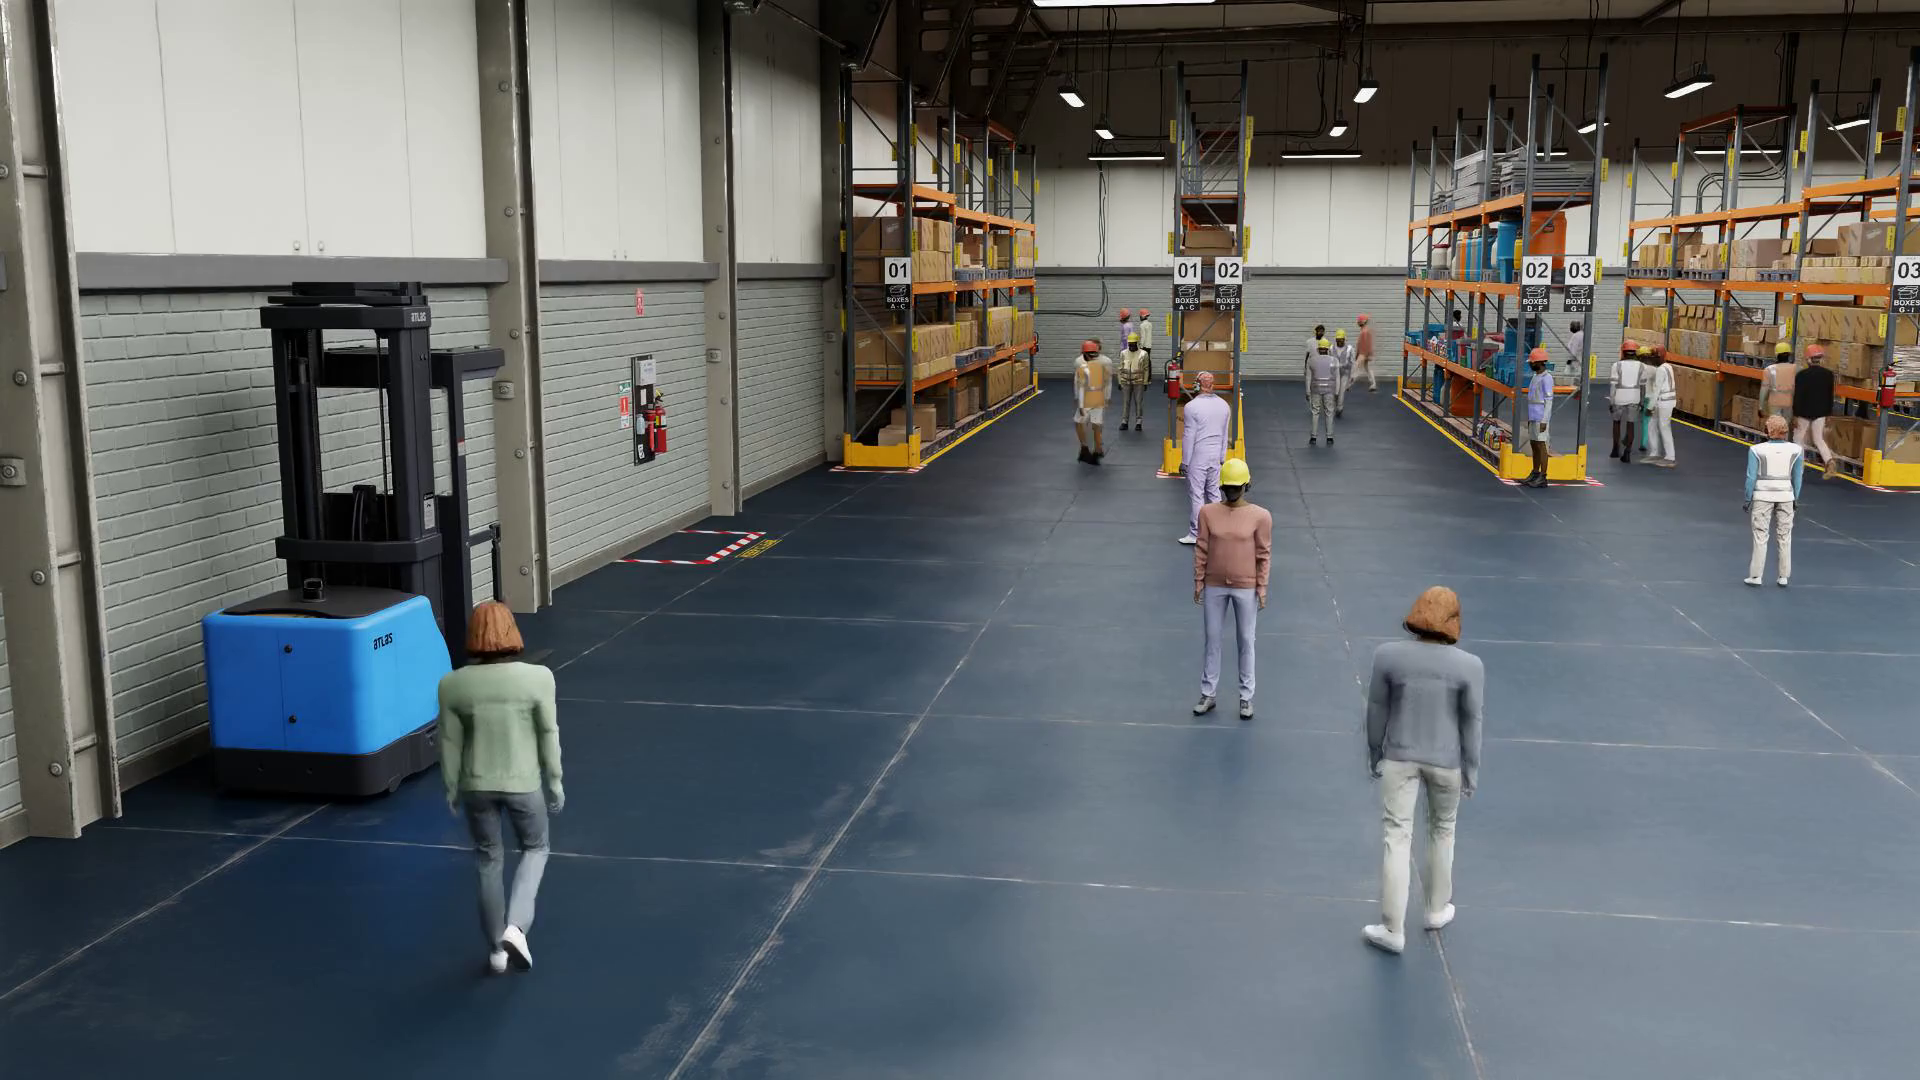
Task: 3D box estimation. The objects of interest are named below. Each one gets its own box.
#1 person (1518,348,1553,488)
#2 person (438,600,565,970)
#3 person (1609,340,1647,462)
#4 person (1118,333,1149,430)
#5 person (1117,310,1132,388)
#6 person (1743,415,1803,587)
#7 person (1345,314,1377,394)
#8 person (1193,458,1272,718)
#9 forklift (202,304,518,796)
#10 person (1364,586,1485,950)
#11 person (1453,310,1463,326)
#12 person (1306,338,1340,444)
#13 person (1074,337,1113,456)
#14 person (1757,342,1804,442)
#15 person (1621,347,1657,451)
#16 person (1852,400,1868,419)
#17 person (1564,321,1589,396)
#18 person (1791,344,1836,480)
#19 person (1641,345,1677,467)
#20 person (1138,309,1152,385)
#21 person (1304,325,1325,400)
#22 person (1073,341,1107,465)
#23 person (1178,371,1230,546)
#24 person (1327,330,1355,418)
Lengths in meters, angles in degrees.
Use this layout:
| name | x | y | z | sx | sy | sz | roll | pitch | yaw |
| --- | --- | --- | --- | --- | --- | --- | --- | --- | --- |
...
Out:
| name | x | y | z | sx | sy | sz | roll | pitch | yaw |
| --- | --- | --- | --- | --- | --- | --- | --- | --- | --- |
| person | 8.053 | -1.708 | 23.231 | 0.368 | 1.931 | 0.552 | 0 | 9 | -1 |
| person | -1.959 | 1.066 | 7.077 | 0.519 | 1.616 | 0.427 | 0 | 9 | -3 |
| person | 10.593 | -2.219 | 26.427 | 0.570 | 1.910 | 0.736 | 2 | 9 | 13 |
| person | 3.275 | -3.009 | 31.563 | 0.600 | 1.831 | 0.404 | 4 | 10 | 21 |
| person | 4.260 | -4.891 | 42.722 | 0.418 | 2.007 | 0.781 | 2 | 9 | 12 |
| person | 7.751 | -0.368 | 15.869 | 0.512 | 1.641 | 0.312 | 1 | 9 | 8 |
| person | 9.790 | -4.563 | 40.794 | 1.011 | 1.940 | 0.659 | 2 | 9 | 12 |
| person | 1.832 | 0.319 | 11.258 | 0.522 | 1.765 | 0.317 | 3 | 10 | 21 |
| forklift | -3.673 | -0.038 | 10.147 | 1.129 | 2.768 | 1.873 | 1 | 9 | 9 |
| person | 2.077 | 1.014 | 7.496 | 0.517 | 1.592 | 0.589 | 3 | 10 | 18 |
| person | 13.282 | -5.184 | 44.568 | 0.367 | 1.966 | 0.607 | -4 | 10 | -21 |
| person | 6.339 | -2.606 | 29.074 | 0.590 | 1.833 | 0.404 | 2 | 9 | 12 |
| person | 2.165 | -2.339 | 27.111 | 0.635 | 1.937 | 0.355 | 0 | 9 | -1 |
| person | 12.625 | -2.087 | 25.642 | 0.607 | 1.899 | 0.744 | 2 | 9 | 10 |
| person | 11.451 | -2.387 | 28.025 | 0.549 | 1.719 | 0.900 | 1 | 9 | 6 |
| person | 18.035 | -3.314 | 33.285 | 0.622 | 1.886 | 0.851 | -1 | 9 | -4 |
| person | 14.661 | -4.339 | 39.868 | 0.940 | 1.791 | 0.640 | 2 | 9 | 13 |
| person | 12.229 | -1.818 | 23.800 | 0.631 | 1.970 | 0.838 | -1 | 9 | -7 |
| person | 10.876 | -2.074 | 25.736 | 0.483 | 1.865 | 0.587 | 5 | 10 | 27 |
| person | 4.892 | -5.131 | 44.150 | 0.395 | 1.994 | 0.613 | 5 | 10 | 28 |
| person | 7.684 | -3.664 | 35.563 | 0.562 | 1.841 | 0.768 | 0 | 9 | -2 |
| person | 2.038 | -2.142 | 25.961 | 0.568 | 1.920 | 0.464 | -5 | 10 | -28 |
| person | 2.663 | -0.902 | 18.343 | 0.653 | 1.906 | 0.405 | -7 | 11 | -35 |
| person | 7.849 | -3.447 | 34.444 | 0.605 | 1.784 | 0.953 | 4 | 10 | 22 |
